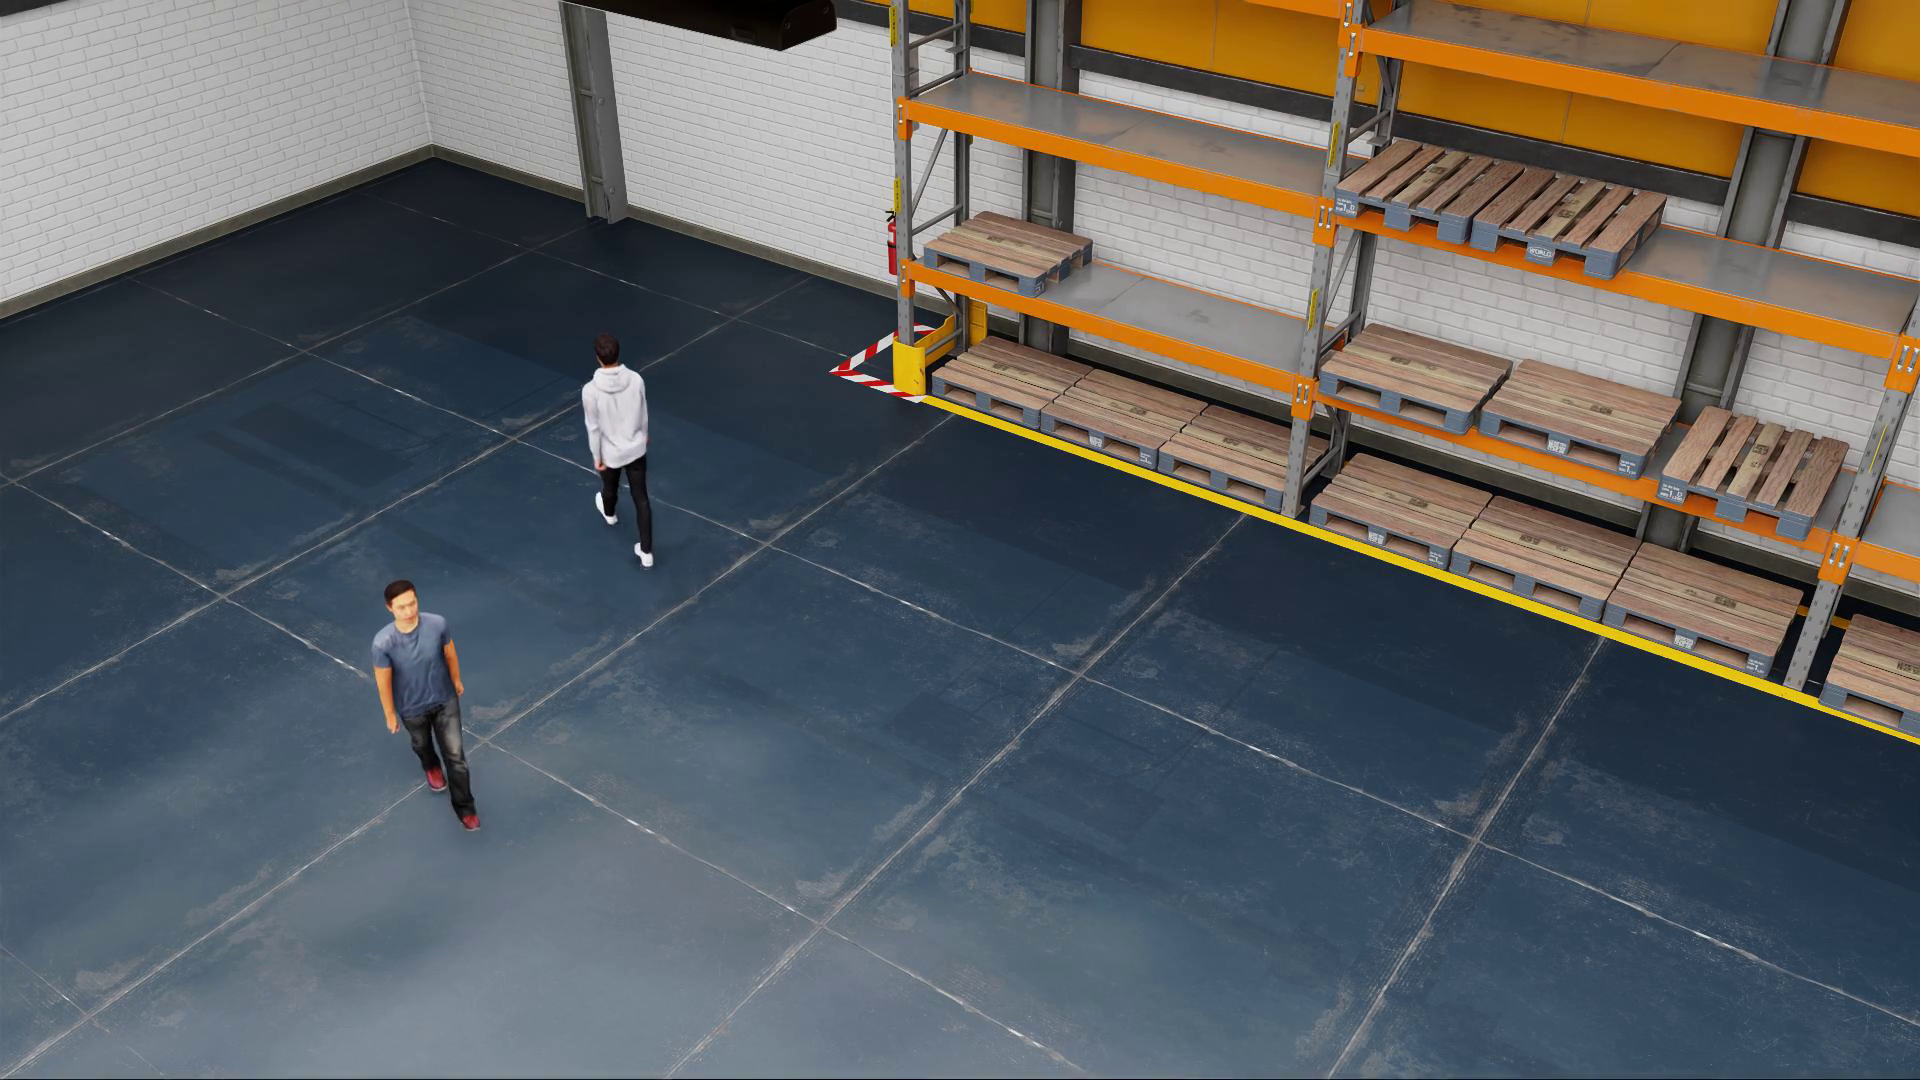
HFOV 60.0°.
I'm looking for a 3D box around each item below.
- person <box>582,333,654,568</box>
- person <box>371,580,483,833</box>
[{"bbox_3d":[-2.588,-0.652,12.944,1.063,1.868,1.319,-17,37,-23],"label":"person"},{"bbox_3d":[-3.433,0.975,10.586,1.005,1.768,1.250,-17,37,-24],"label":"person"}]
